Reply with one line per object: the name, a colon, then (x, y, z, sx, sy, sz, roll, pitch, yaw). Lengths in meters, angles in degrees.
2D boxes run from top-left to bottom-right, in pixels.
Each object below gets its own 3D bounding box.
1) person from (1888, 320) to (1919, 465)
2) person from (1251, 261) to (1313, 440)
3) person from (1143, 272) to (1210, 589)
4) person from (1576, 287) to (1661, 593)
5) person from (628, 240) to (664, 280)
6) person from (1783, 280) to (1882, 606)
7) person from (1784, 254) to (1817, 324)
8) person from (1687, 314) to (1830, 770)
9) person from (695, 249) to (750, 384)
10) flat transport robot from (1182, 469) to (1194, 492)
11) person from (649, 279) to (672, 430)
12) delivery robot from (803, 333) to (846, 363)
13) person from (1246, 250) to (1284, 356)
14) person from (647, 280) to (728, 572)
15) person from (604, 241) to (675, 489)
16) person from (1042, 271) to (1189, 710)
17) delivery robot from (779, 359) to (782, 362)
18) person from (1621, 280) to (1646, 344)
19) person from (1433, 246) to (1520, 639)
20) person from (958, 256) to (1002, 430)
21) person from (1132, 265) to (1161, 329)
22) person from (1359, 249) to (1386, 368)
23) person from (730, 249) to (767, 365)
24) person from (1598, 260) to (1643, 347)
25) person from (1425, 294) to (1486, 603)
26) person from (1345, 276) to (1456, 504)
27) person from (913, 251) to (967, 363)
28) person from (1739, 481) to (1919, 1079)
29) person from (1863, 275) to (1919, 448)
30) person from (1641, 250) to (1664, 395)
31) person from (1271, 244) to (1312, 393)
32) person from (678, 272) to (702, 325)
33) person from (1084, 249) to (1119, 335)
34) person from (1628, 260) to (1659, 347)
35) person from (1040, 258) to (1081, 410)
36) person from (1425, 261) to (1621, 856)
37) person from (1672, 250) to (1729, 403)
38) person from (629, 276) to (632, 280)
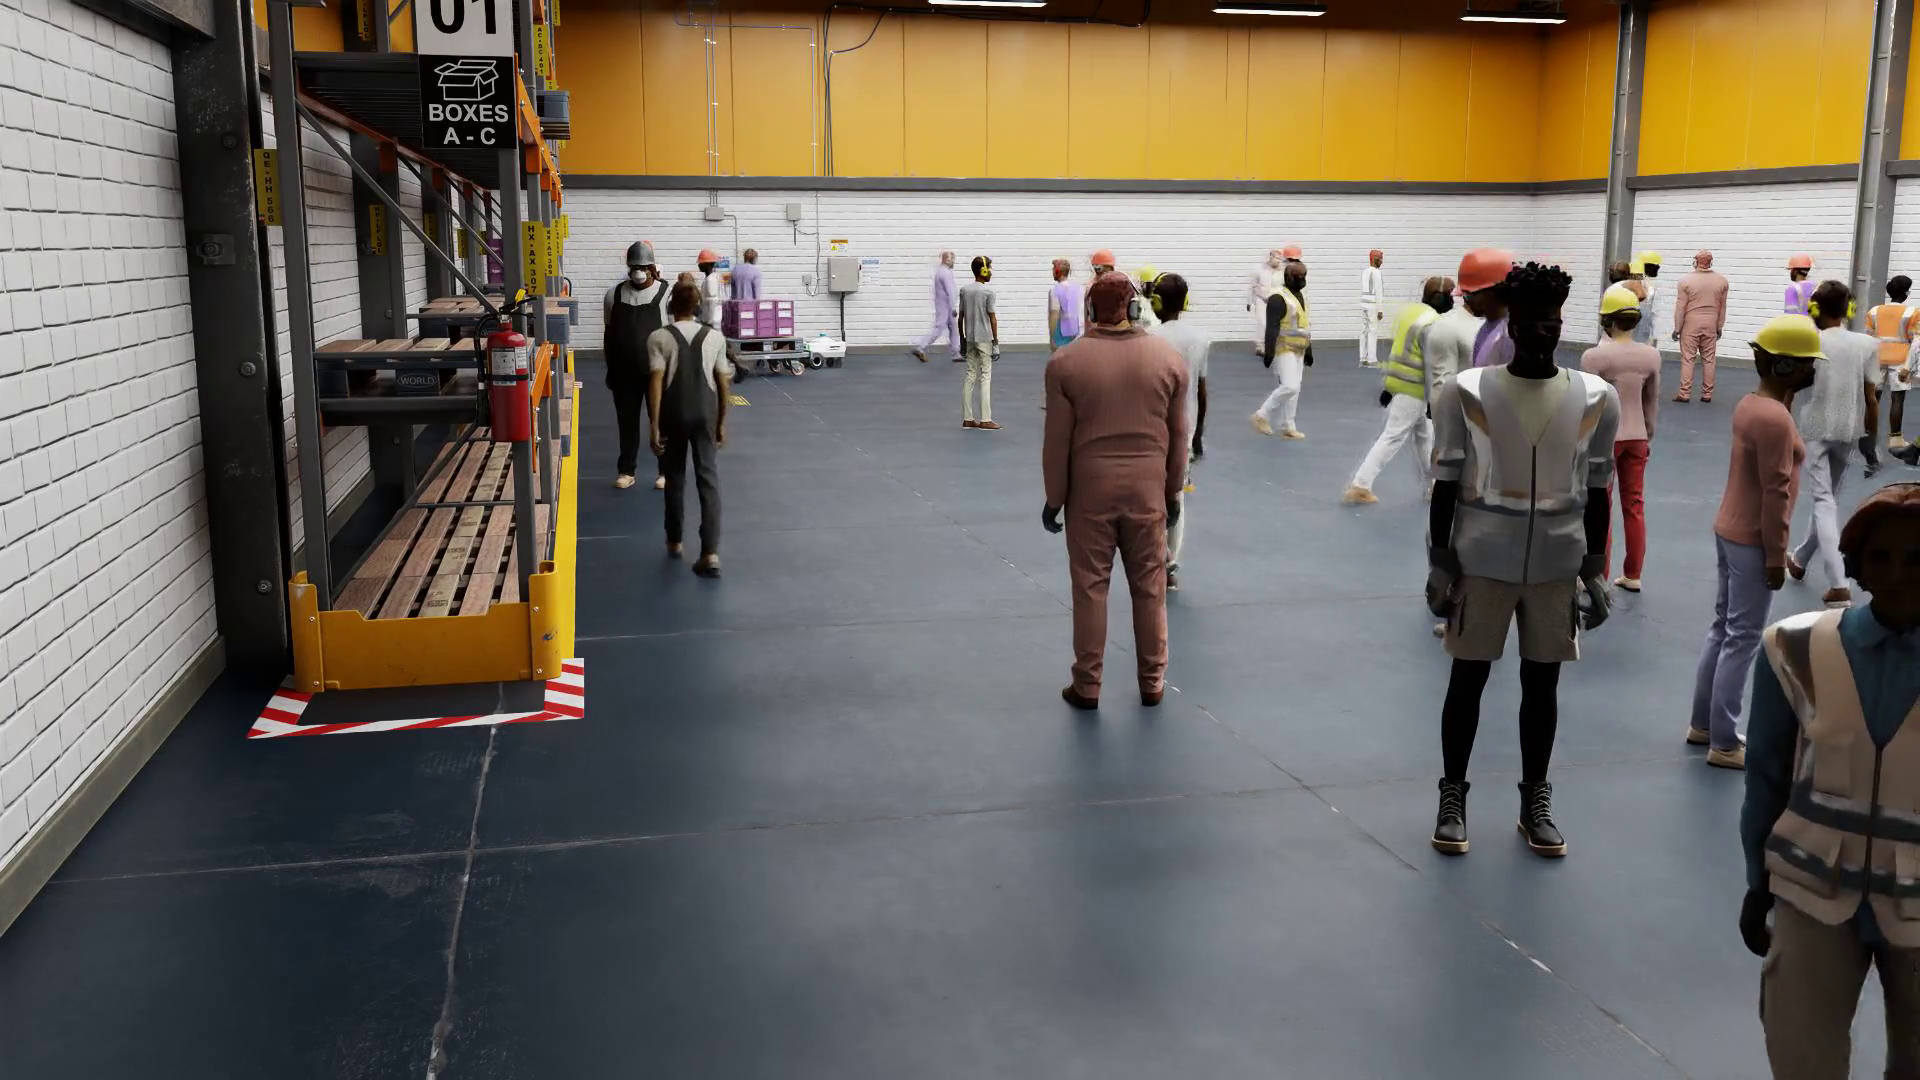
person: (8.627, -1.556, 14.753, 0.552, 1.890, 0.953, -4, 11, -21)
person: (3.336, -1.922, 16.958, 0.460, 1.824, 0.650, 7, 13, 35)
person: (1.207, -0.614, 9.621, 0.532, 1.854, 0.434, -3, 11, -18)
person: (3.763, -0.565, 9.600, 0.533, 1.767, 0.326, -3, 11, -16)
person: (-5.196, -3.952, 27.646, 0.612, 2.031, 0.404, -6, 12, -30)
person: (4.934, -0.568, 9.504, 0.530, 1.805, 1.016, 0, 10, 3)
person: (9.731, -2.359, 19.245, 0.563, 1.887, 1.004, -5, 11, -24)
person: (3.107, 0.011, 6.445, 0.361, 1.759, 0.522, 2, 10, 12)
person: (-3.454, -3.143, 23.503, 0.875, 1.913, 0.549, -3, 11, -17)
flat transport robot: (1.405, -0.576, 13.804, 0.652, 0.197, 1.431, -2, 10, -10)
person: (-2.969, -1.749, 16.473, 0.538, 1.647, 0.885, -2, 10, -12)
delivery robot: (-2.174, -3.050, 26.466, 0.707, 0.478, 0.477, -6, 12, -30)
person: (5.409, -4.152, 29.228, 0.667, 1.852, 0.703, -3, 11, -14)
person: (-1.696, -0.716, 10.384, 0.540, 1.779, 1.034, -4, 11, -20)
person: (-2.605, -1.426, 13.609, 0.682, 2.000, 0.535, 2, 10, 8)
person: (0.667, -0.208, 7.247, 0.640, 1.904, 0.401, -1, 10, -6)
delivery robot: (-2.903, -3.027, 26.333, 0.707, 0.478, 0.477, -1, 10, -3)
person: (6.956, -1.897, 17.373, 0.345, 1.618, 0.529, 7, 12, 33)
person: (2.717, -0.446, 8.275, 0.645, 2.008, 0.692, 0, 10, -1)
person: (0.209, -2.115, 17.915, 0.532, 1.864, 0.314, 8, 13, 38)
person: (2.001, -2.010, 17.613, 0.977, 1.776, 0.585, 10, 14, 43)
person: (6.601, -3.695, 26.606, 0.356, 1.887, 0.573, -3, 11, -14)
person: (-3.425, -3.811, 27.241, 0.658, 1.882, 0.936, 5, 11, 26)
person: (7.736, -2.395, 19.665, 0.623, 1.790, 0.959, -5, 11, -26)
person: (2.835, -0.585, 9.232, 0.630, 1.940, 0.372, -8, 13, -38)
person: (3.446, -1.147, 12.828, 0.975, 1.779, 0.657, 0, 10, -1)
person: (-0.314, -3.881, 27.699, 0.915, 1.867, 0.627, -1, 10, -4)
person: (1.747, 0.677, 3.128, 0.522, 1.614, 0.709, 8, 13, 38)
person: (9.129, -1.742, 16.304, 0.317, 1.696, 0.540, -7, 13, -35)
person: (8.933, -2.858, 21.909, 0.598, 1.905, 0.596, 2, 10, 9)
person: (4.327, -2.872, 21.781, 0.661, 1.980, 0.439, -7, 12, -33)
person: (-3.822, -2.991, 23.540, 0.893, 1.585, 0.519, 10, 14, 43)
person: (1.504, -2.236, 18.373, 1.030, 1.948, 0.639, 5, 11, 24)
person: (8.473, -2.629, 20.955, 0.599, 1.798, 0.882, 2, 10, 12)
person: (1.263, -2.421, 19.719, 0.690, 1.827, 0.566, 7, 12, 34)
person: (1.849, 0.072, 5.507, 0.603, 1.967, 0.366, 1, 10, 7)
person: (9.268, -2.673, 20.893, 0.639, 1.909, 0.409, 0, 10, -1)
person: (-5.165, -3.680, 26.422, 0.631, 1.922, 0.552, -1, 10, -5)
